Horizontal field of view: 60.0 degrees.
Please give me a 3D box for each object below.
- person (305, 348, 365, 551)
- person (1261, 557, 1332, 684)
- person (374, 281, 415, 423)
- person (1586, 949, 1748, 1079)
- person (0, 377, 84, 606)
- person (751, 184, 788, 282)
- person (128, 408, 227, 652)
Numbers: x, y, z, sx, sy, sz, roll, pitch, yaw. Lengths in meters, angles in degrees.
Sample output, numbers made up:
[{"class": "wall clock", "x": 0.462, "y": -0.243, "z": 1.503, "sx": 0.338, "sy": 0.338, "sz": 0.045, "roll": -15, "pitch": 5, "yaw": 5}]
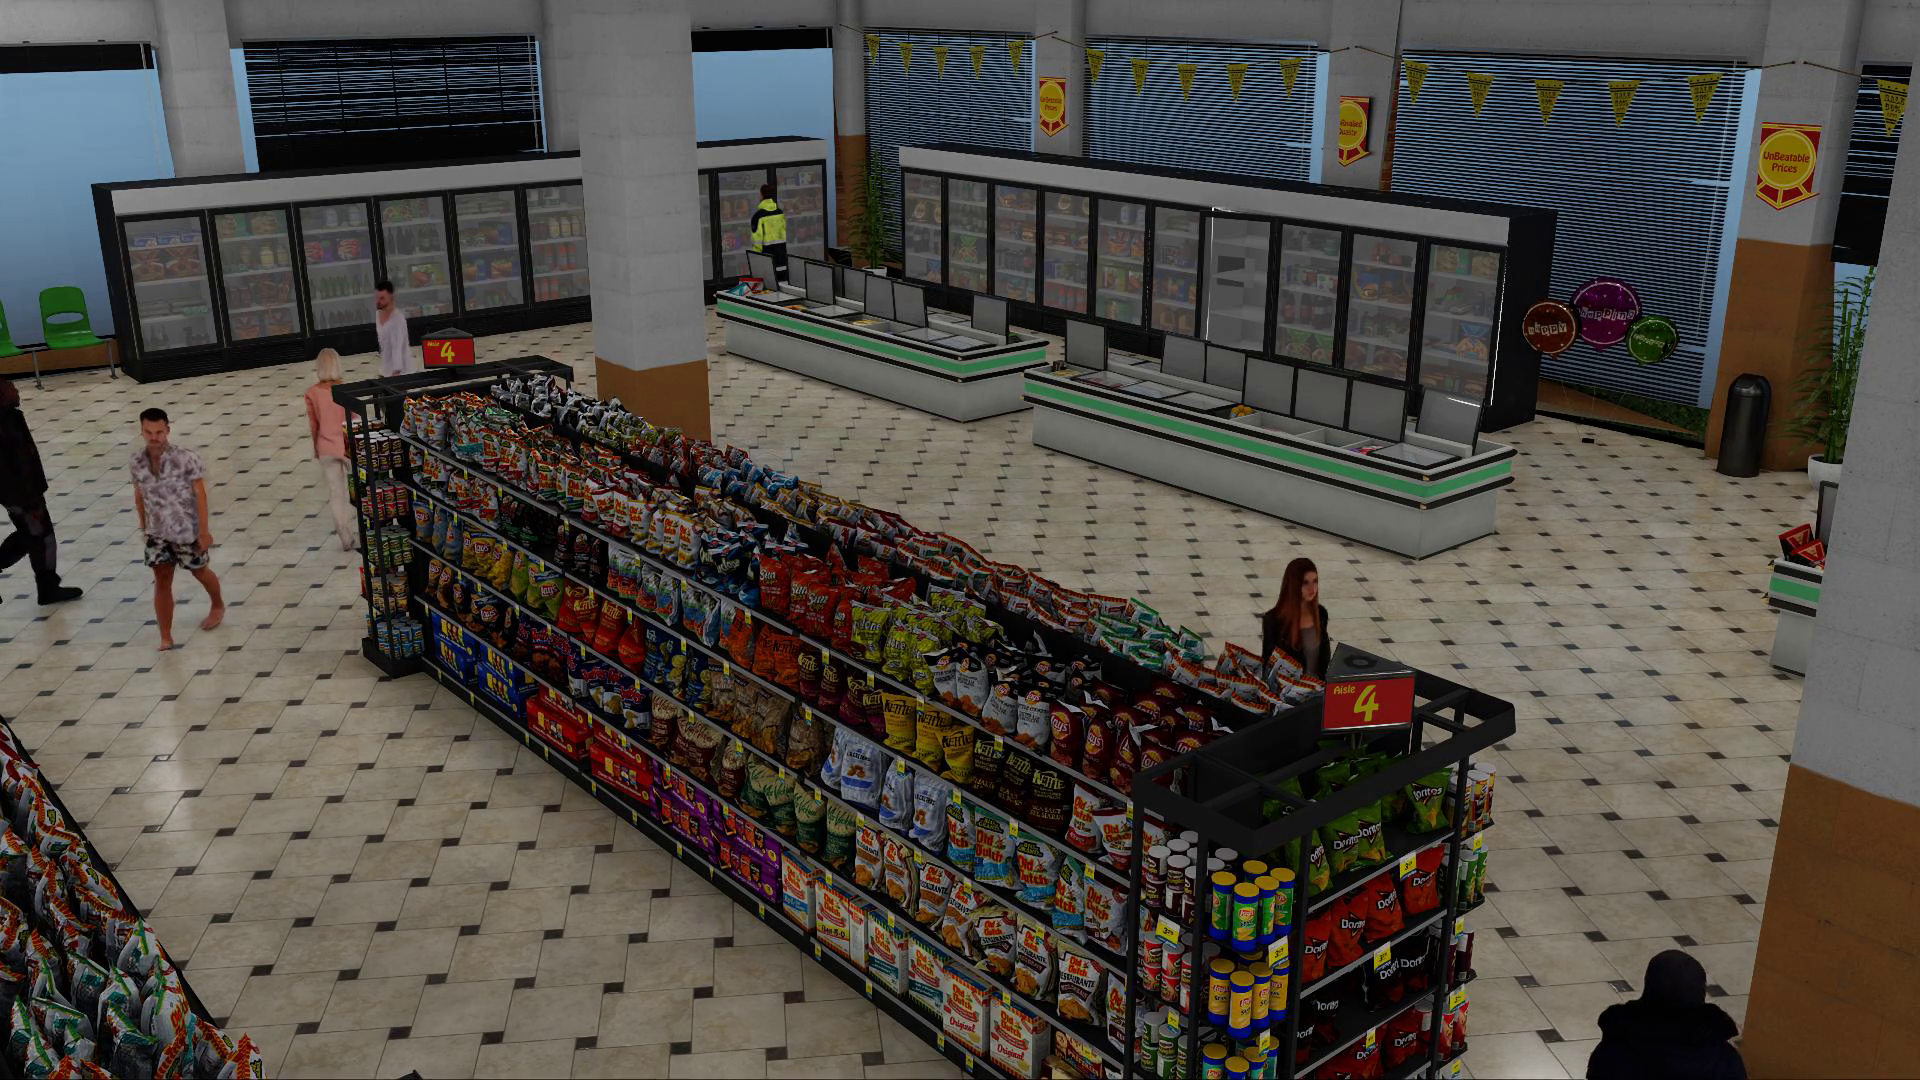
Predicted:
[{"class": "person", "x": -5.247, "y": -0.743, "z": 14.014, "sx": 0.847, "sy": 1.706, "sz": 0.967, "roll": -3, "pitch": 19, "yaw": -10}, {"class": "person", "x": 1.790, "y": 0.883, "z": 9.214, "sx": 0.684, "sy": 1.691, "sz": 0.700, "roll": -6, "pitch": 20, "yaw": -18}, {"class": "person", "x": -5.714, "y": -1.761, "z": 16.894, "sx": 0.799, "sy": 1.794, "sz": 0.683, "roll": -13, "pitch": 22, "yaw": -33}, {"class": "person", "x": 2.306, "y": 2.166, "z": 5.509, "sx": 1.114, "sy": 1.628, "sz": 1.140, "roll": 3, "pitch": 19, "yaw": 9}, {"class": "person", "x": -7.241, "y": -0.331, "z": 12.638, "sx": 0.932, "sy": 1.805, "sz": 0.820, "roll": 17, "pitch": 25, "yaw": 41}, {"class": "person", "x": -2.631, "y": -3.926, "z": 23.020, "sx": 0.722, "sy": 1.983, "sz": 0.820, "roll": 14, "pitch": 23, "yaw": 36}, {"class": "person", "x": -5.654, "y": -0.125, "z": 12.066, "sx": 1.114, "sy": 1.780, "sz": 1.266, "roll": 0, "pitch": 19, "yaw": 0}]
